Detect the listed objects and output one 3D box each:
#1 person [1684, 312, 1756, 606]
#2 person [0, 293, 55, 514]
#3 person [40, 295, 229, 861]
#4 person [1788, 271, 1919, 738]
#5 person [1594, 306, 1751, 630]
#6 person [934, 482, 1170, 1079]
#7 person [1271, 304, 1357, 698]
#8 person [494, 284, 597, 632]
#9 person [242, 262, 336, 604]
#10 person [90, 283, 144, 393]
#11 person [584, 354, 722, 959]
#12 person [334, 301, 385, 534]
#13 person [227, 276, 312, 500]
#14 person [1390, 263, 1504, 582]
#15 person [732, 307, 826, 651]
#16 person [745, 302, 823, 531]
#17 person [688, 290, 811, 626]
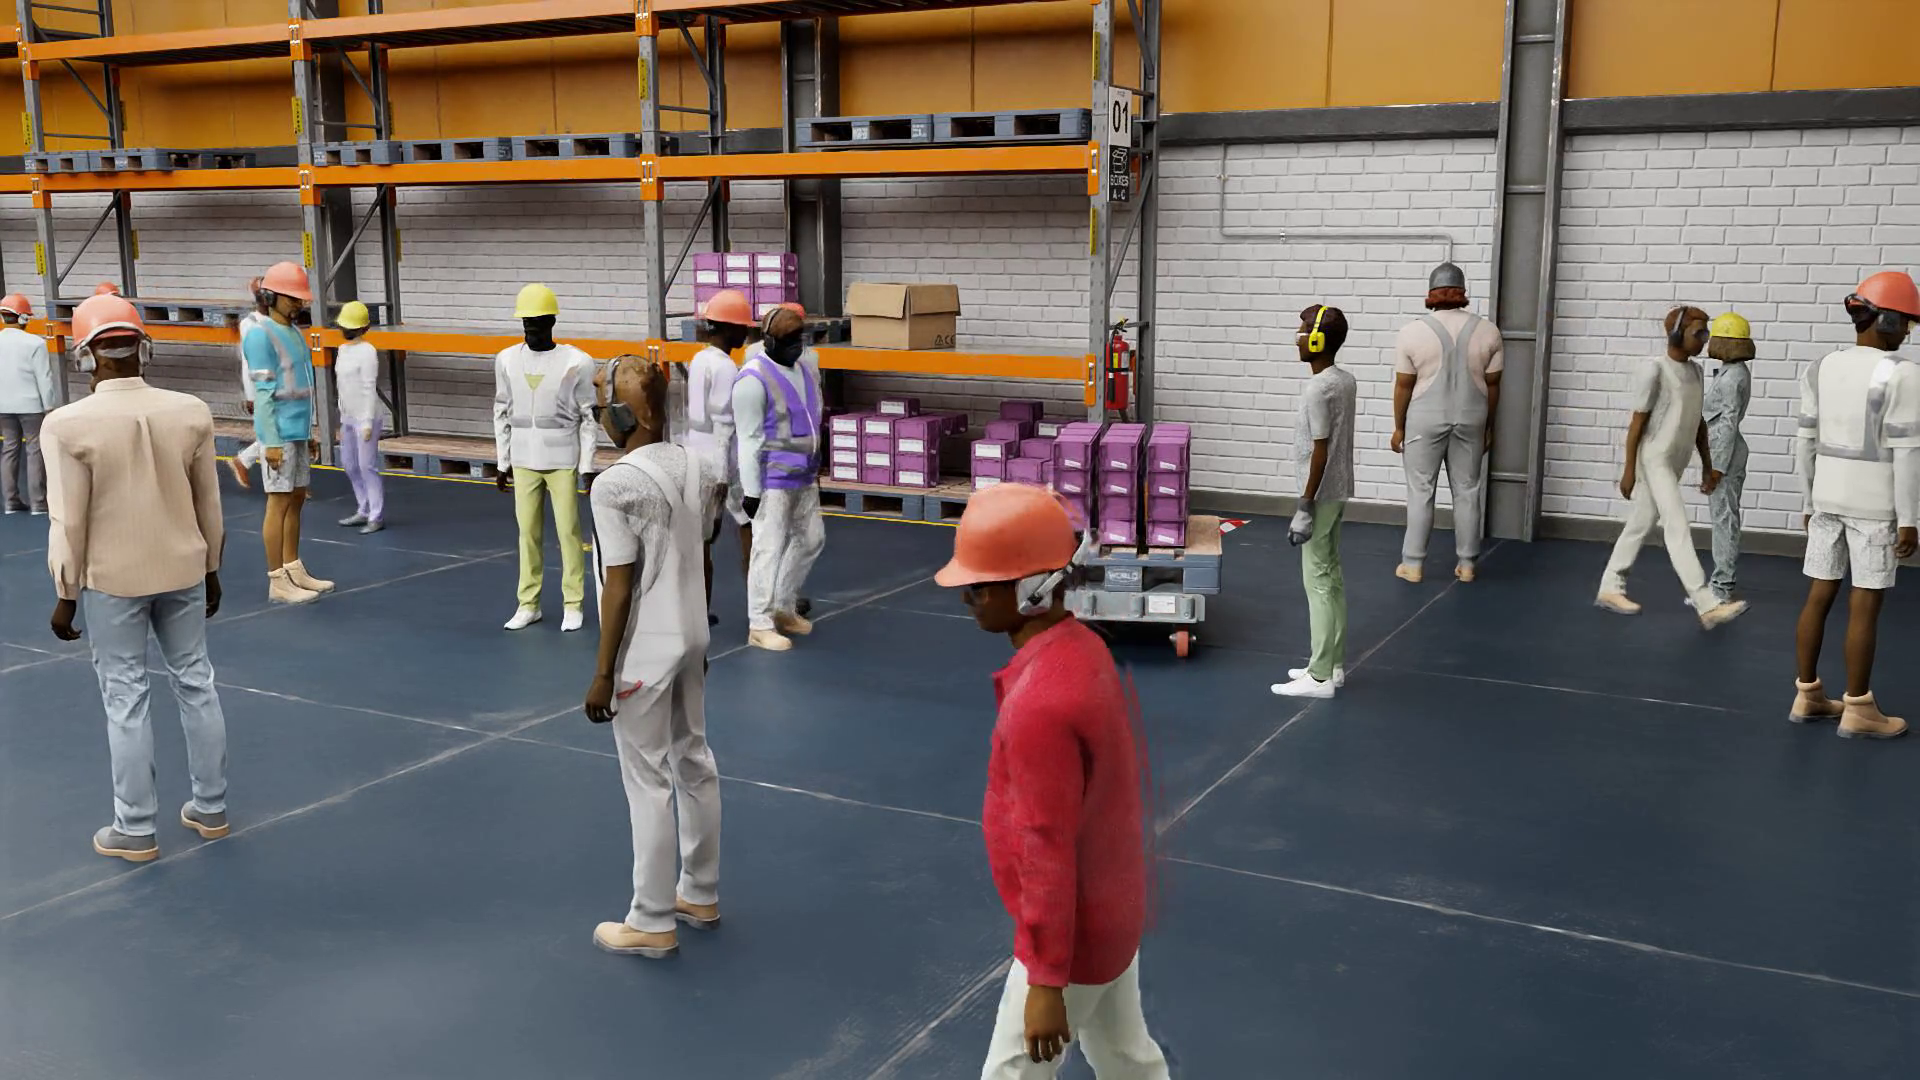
[{"bbox_3d":[4.508,-0.470,9.863,0.297,1.745,0.484,6,12,28],"label":"person"},{"bbox_3d":[-7.412,-1.072,13.170,0.561,1.743,0.349,2,10,10],"label":"person"},{"bbox_3d":[-2.906,0.136,5.881,0.393,1.985,0.610,8,13,37],"label":"person"},{"bbox_3d":[3.968,-0.151,7.318,0.392,2.035,0.605,-3,11,-18],"label":"person"},{"bbox_3d":[4.047,-0.407,9.359,0.525,1.792,0.998,-8,13,-36],"label":"person"},{"bbox_3d":[0.207,0.739,3.302,0.627,1.713,0.637,2,10,9],"label":"person"},{"bbox_3d":[1.699,-0.179,7.920,0.328,1.873,0.521,6,12,28],"label":"person"},{"bbox_3d":[-2.303,-0.447,9.233,0.584,1.928,0.373,1,10,7],"label":"person"},{"bbox_3d":[-4.017,-0.639,9.995,0.392,2.034,0.605,0,10,0],"label":"person"},{"bbox_3d":[-8.219,-1.626,16.199,0.337,1.743,0.562,6,12,28],"label":"person"},{"bbox_3d":[-0.942,0.356,5.074,0.344,1.841,0.504,6,12,28],"label":"person"},{"bbox_3d":[-4.423,-0.893,12.235,0.584,1.731,0.356,10,14,44],"label":"person"},{"bbox_3d":[-5.802,-1.256,13.837,0.697,1.867,0.575,1,10,7],"label":"person"},{"bbox_3d":[3.060,-0.751,10.589,0.673,2.000,0.535,0,10,1],"label":"person"},{"bbox_3d":[-0.956,-0.321,8.833,0.446,1.823,0.654,5,12,26],"label":"person"},{"bbox_3d":[-1.312,-0.893,12.258,0.581,1.709,0.564,-3,11,-17],"label":"person"},{"bbox_3d":[-1.276,-0.441,9.290,0.829,1.898,0.563,-6,12,-29],"label":"person"}]
